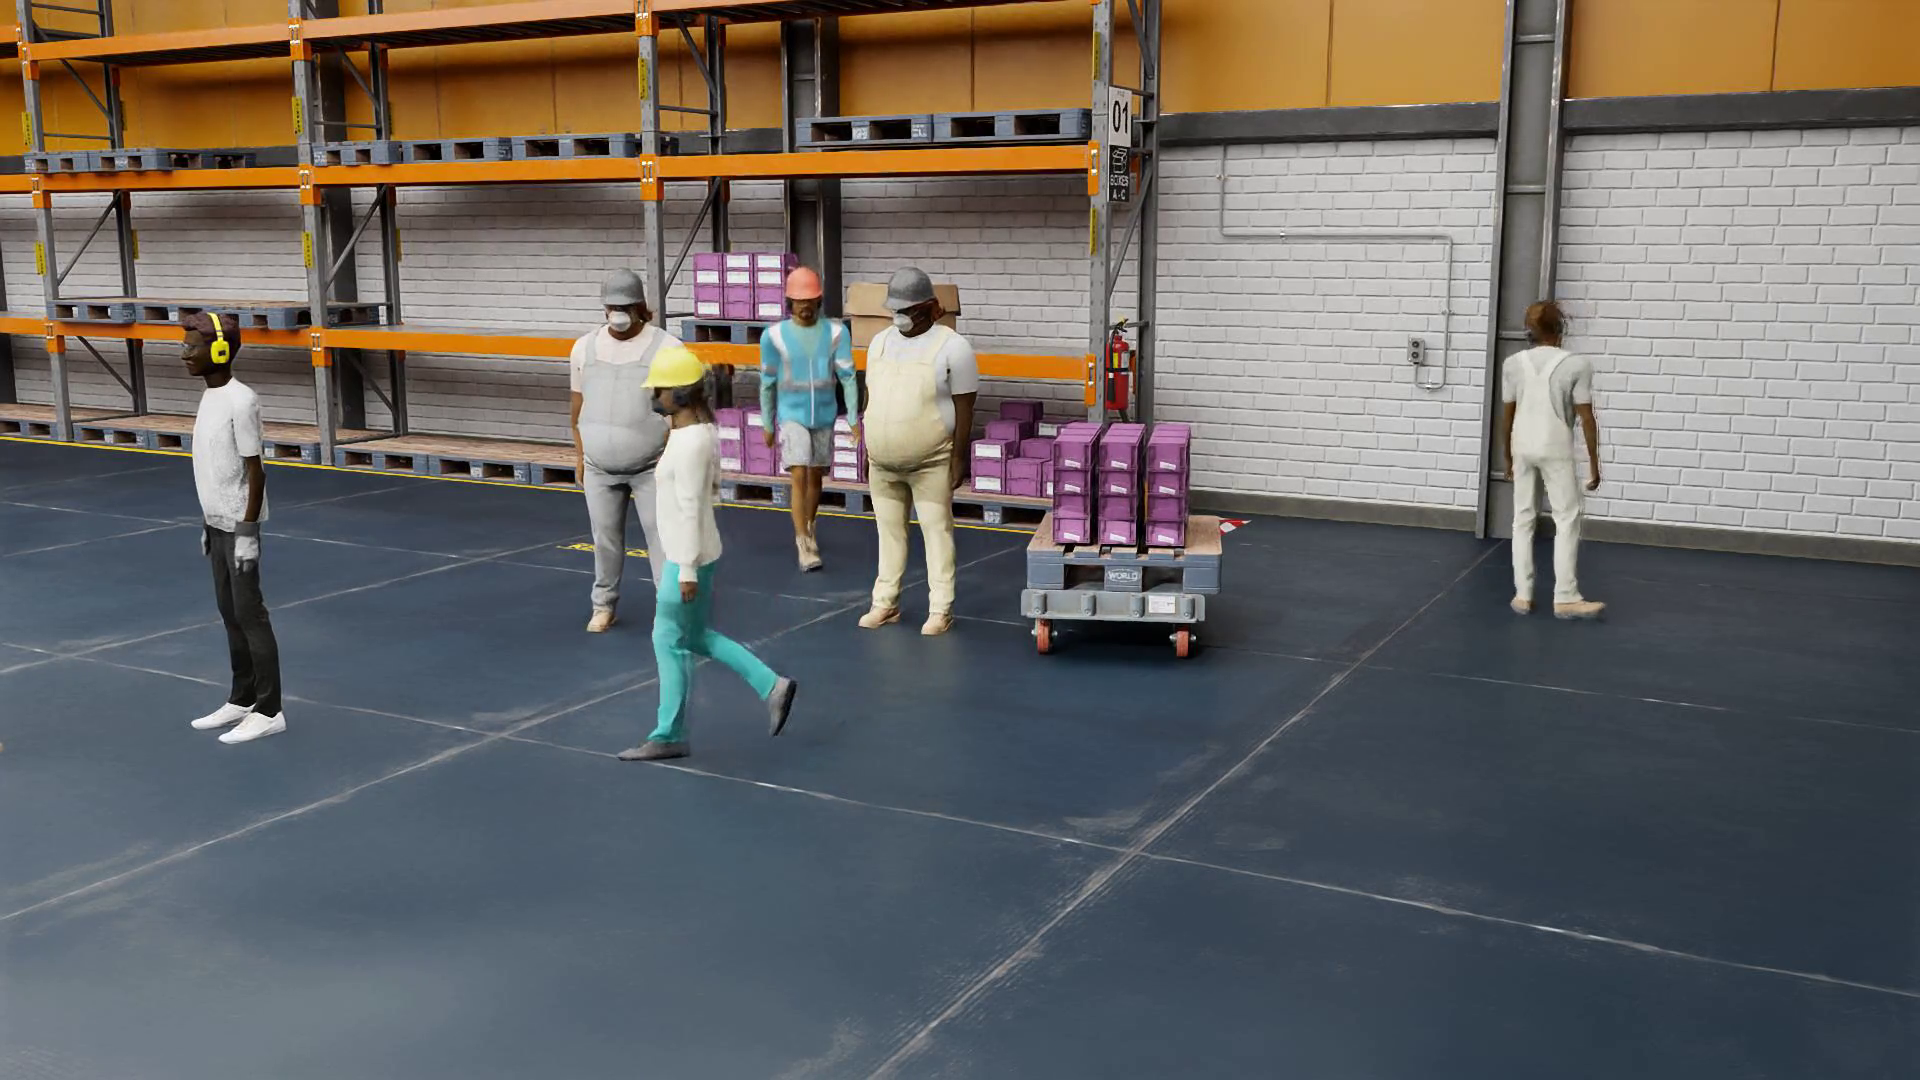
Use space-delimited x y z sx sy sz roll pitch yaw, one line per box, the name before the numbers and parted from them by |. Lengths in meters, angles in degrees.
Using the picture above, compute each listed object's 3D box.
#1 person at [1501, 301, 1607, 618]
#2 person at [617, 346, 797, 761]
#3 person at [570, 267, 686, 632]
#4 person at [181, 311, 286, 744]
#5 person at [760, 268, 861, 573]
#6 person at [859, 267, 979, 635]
person | 3.434 -0.454 9.610 0.682 1.815 0.317 9 13 39
person | -1.074 0.061 6.936 0.693 1.743 0.534 -1 10 -7
person | -1.826 -0.485 9.134 0.683 2.000 0.536 1 10 7
person | -3.192 -0.055 7.244 0.323 1.871 0.528 -10 14 -42
person | -1.023 -0.821 11.155 0.617 1.993 1.046 -3 11 -18
person | -0.276 -0.491 9.166 0.674 2.000 0.535 5 12 27
